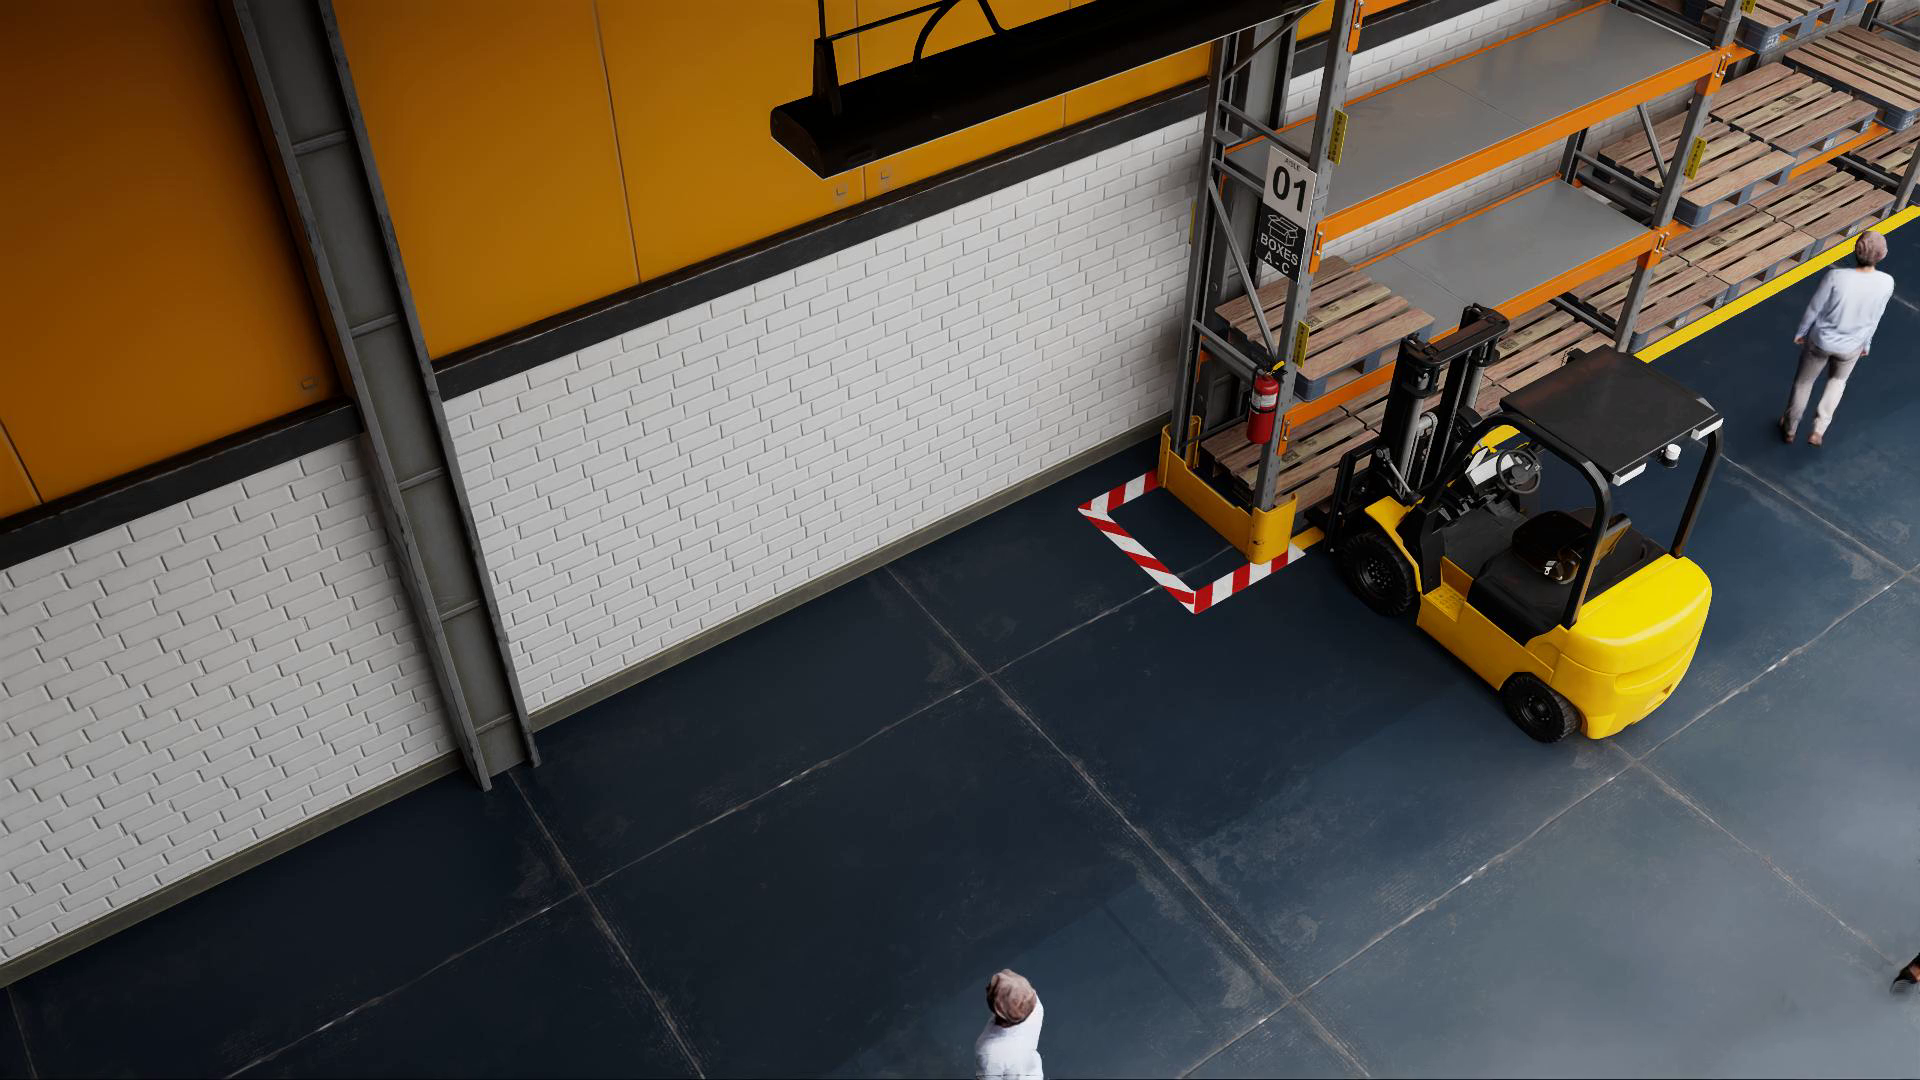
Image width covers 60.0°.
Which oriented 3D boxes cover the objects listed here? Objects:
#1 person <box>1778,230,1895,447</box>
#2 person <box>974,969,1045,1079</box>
[{"bbox_3d":[6.500,-1.416,12.344,0.902,1.882,0.968,13,45,13],"label":"person"},{"bbox_3d":[0.299,2.710,8.055,0.854,1.823,0.771,24,49,23],"label":"person"}]
